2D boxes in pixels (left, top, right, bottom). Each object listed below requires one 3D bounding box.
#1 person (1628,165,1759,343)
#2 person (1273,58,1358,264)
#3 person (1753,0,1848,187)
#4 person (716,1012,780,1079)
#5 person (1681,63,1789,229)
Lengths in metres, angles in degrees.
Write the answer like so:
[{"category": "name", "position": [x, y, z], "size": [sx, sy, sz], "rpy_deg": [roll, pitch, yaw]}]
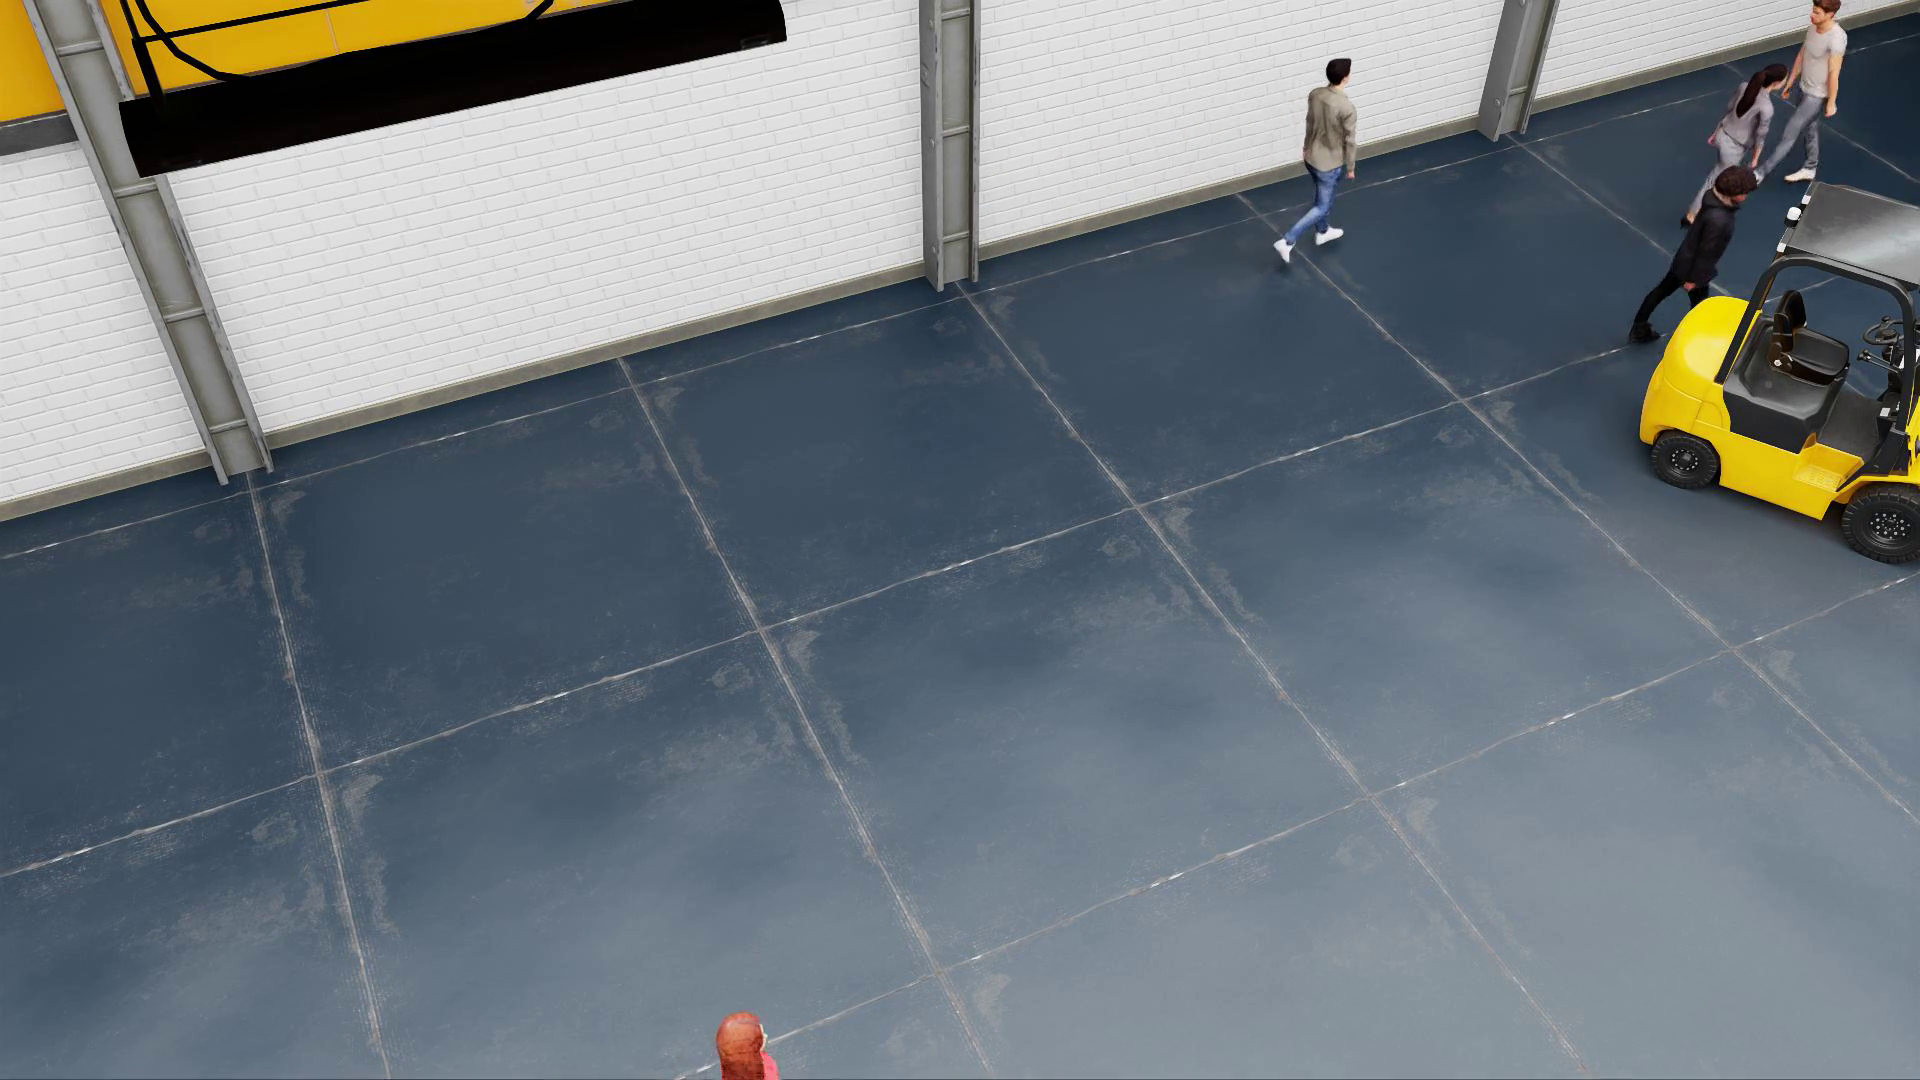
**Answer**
[{"category": "person", "position": [5.795, -2.213, 13.303], "size": [1.222, 1.720, 1.108], "rpy_deg": [6, 44, 7]}, {"category": "person", "position": [3.084, -3.229, 14.279], "size": [1.122, 1.845, 0.763], "rpy_deg": [-23, 48, -22]}, {"category": "person", "position": [7.870, -4.074, 15.173], "size": [1.197, 1.835, 0.983], "rpy_deg": [-4, 44, -4]}, {"category": "person", "position": [-1.079, 2.854, 7.935], "size": [1.228, 1.788, 0.809], "rpy_deg": [-6, 44, -6]}, {"category": "person", "position": [6.716, -3.423, 14.631], "size": [0.862, 1.642, 0.759], "rpy_deg": [-9, 44, -9]}]
